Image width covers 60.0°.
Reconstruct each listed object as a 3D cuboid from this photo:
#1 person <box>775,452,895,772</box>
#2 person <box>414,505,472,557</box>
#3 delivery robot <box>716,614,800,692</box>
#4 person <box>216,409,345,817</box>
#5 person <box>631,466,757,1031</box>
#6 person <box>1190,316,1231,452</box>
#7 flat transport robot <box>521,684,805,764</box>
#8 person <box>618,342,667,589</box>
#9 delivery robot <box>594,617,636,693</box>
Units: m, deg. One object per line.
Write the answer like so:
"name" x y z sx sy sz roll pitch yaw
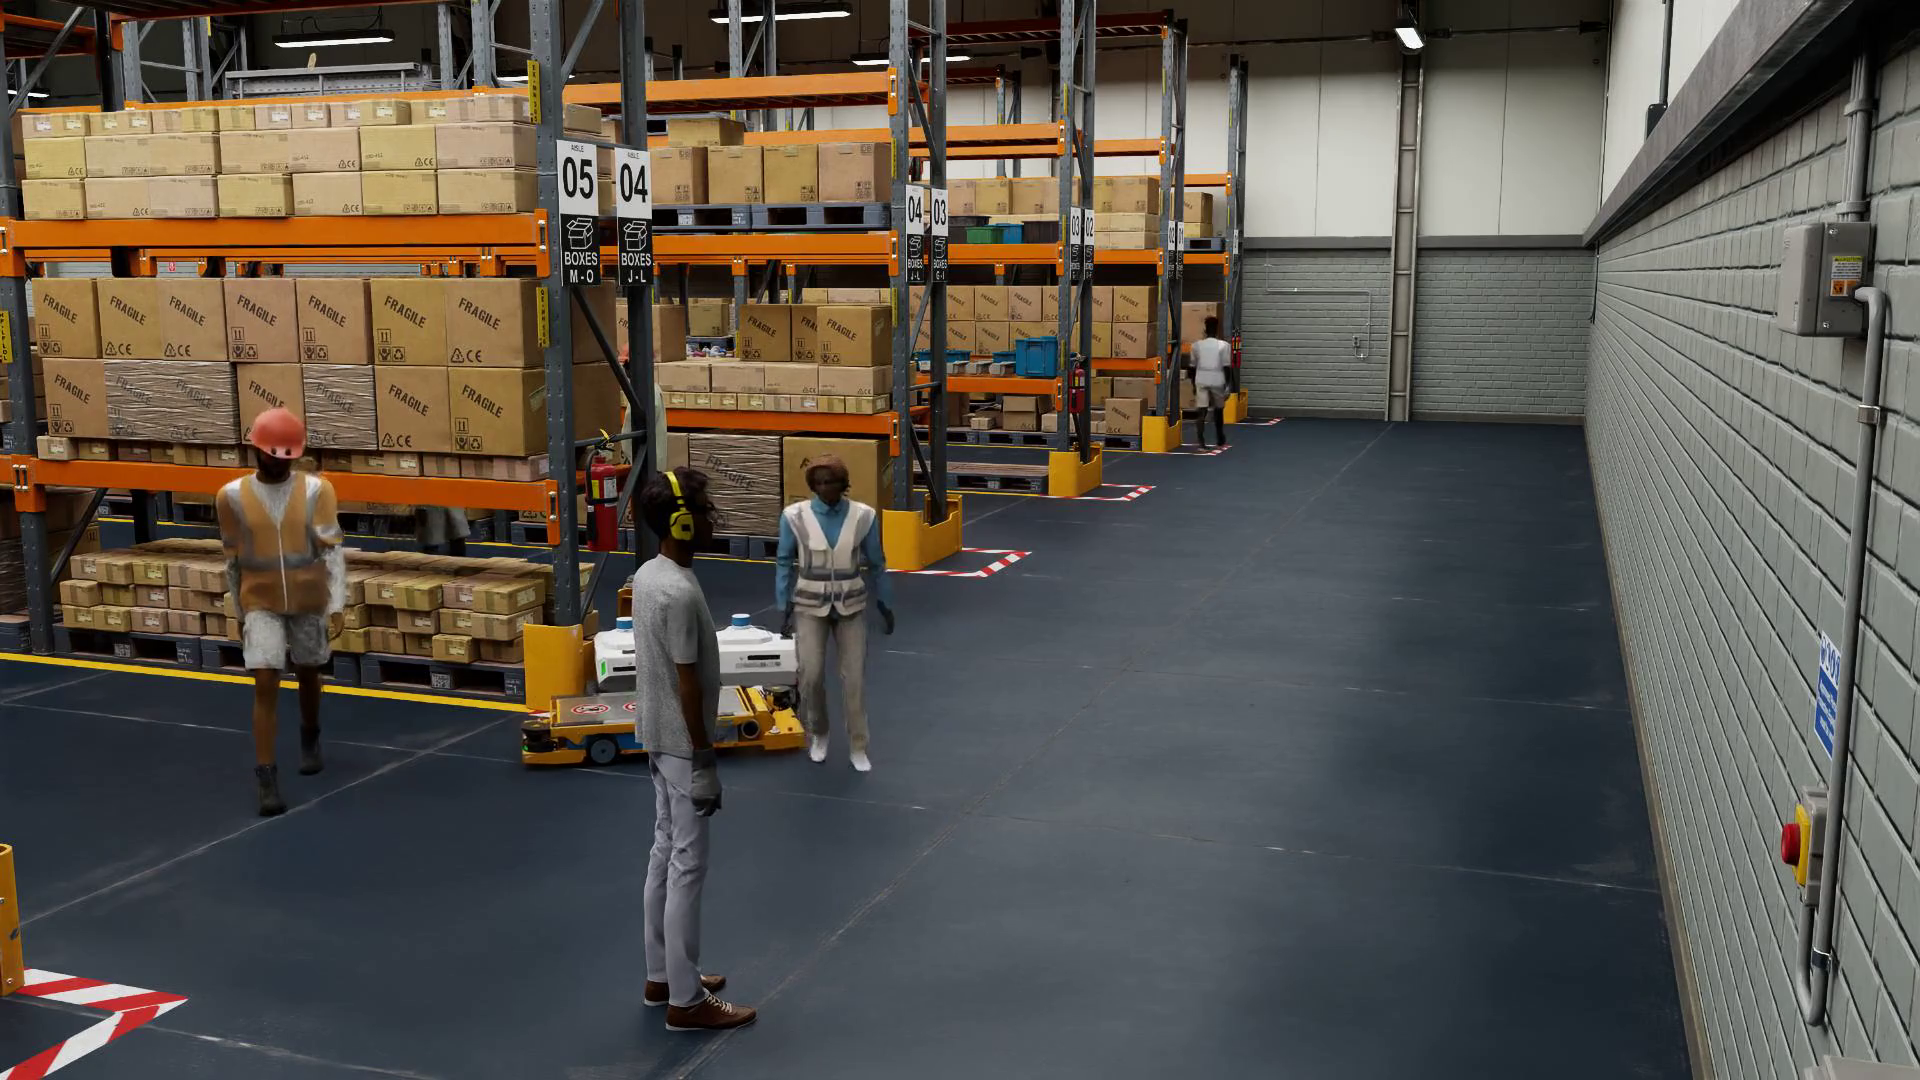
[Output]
"person" -0.623 0.367 8.372 0.608 1.630 0.352 -2 9 -11
"person" -3.739 -0.317 11.697 0.725 1.916 0.560 3 10 20
"delivery robot" -1.245 0.666 9.496 0.707 0.478 0.477 -1 9 -8
"person" -3.246 0.298 8.000 0.547 1.883 0.947 -4 10 -23
"person" -0.907 0.689 5.536 0.328 1.877 0.510 -4 10 -26
"person" 3.531 -2.197 23.491 0.613 1.903 1.020 3 10 19
"flat transport robot" -1.580 0.964 8.812 1.431 0.197 0.652 -2 9 -14
"person" -2.494 -0.588 13.126 0.375 1.997 0.612 -1 9 -3
"delivery robot" -1.889 0.678 9.419 0.477 0.478 0.707 -2 9 -14
